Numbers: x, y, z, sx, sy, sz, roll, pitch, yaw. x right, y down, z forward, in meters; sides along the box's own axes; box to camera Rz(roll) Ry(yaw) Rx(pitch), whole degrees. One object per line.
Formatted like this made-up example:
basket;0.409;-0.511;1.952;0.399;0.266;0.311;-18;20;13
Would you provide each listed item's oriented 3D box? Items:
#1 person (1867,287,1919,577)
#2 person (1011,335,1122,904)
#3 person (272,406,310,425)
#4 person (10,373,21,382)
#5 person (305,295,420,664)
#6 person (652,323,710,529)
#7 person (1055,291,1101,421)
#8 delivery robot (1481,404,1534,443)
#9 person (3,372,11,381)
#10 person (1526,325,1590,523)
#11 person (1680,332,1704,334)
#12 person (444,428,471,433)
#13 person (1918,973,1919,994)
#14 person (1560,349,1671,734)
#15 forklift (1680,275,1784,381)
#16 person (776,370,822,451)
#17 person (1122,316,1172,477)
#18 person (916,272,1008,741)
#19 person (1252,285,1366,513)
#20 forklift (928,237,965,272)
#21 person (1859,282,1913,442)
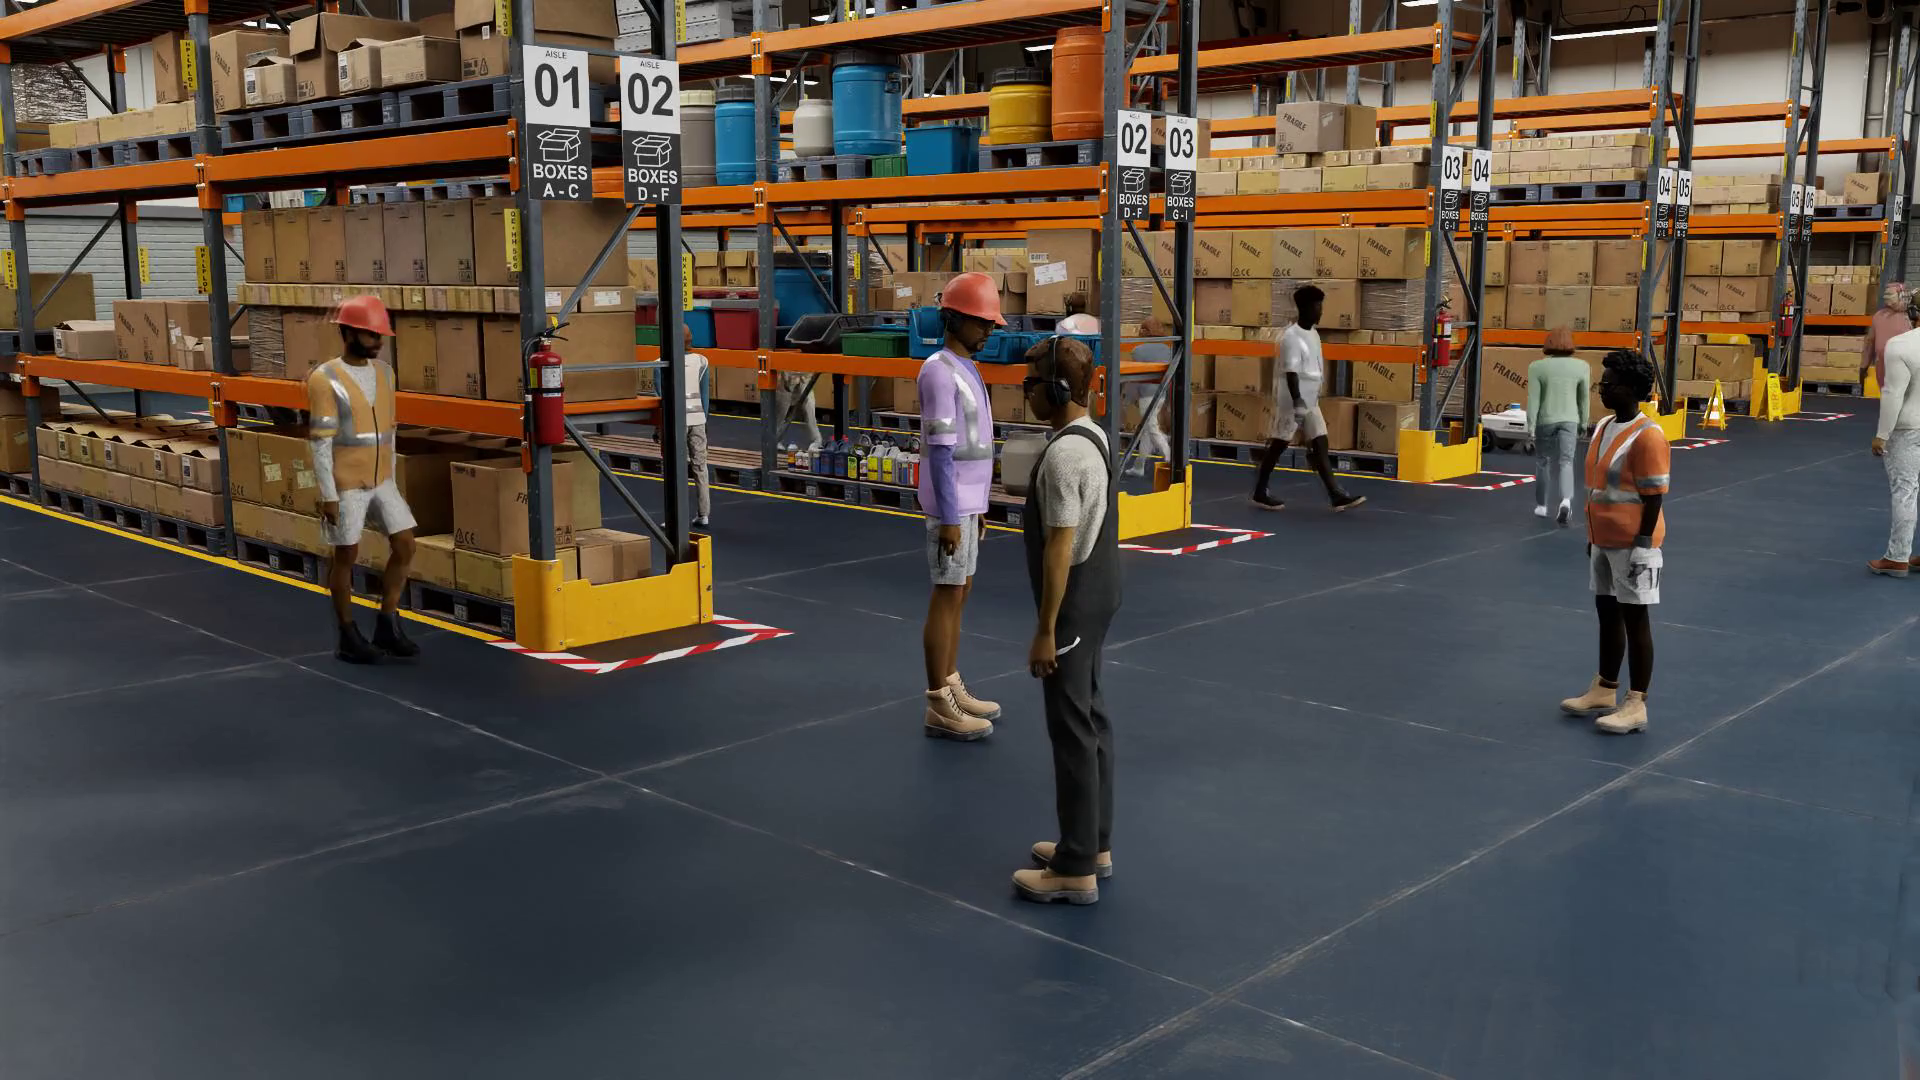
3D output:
person;6.414;-0.722;11.139;0.627;1.934;0.371;-2;9;-11
person;0.360;0.251;5.472;0.331;1.839;0.502;3;10;15
person;-6.401;-1.541;16.089;0.926;1.966;0.631;8;12;42
person;-13.892;-2.807;24.112;0.330;1.874;0.518;8;12;39
person;-3.054;-0.297;8.599;0.629;1.908;0.578;5;11;29
person;-2.188;-0.898;13.109;0.513;1.642;0.313;-8;12;-41
person;1.215;-1.644;17.150;0.641;1.825;0.506;-9;13;-44
delivery robot;6.229;-1.290;18.680;0.477;0.478;0.707;-8;12;-40
person;-13.284;-2.629;22.876;0.592;1.917;0.375;4;10;21
person;4.882;-0.953;13.582;0.502;1.608;0.804;2;9;13
person;11.295;-3.090;25.764;0.514;1.898;0.648;7;11;35
person;-4.915;-1.461;16.022;0.495;1.816;0.604;6;11;31
person;1.757;0.690;2.425;0.938;1.946;0.630;2;9;12
person;2.952;0.001;7.425;0.322;1.696;0.536;-1;9;-5
forklift;12.480;-3.427;27.053;1.214;2.155;2.313;9;13;43
person;-1.843;-1.778;18.645;0.510;1.598;0.859;-7;12;-38
person;1.896;-1.380;16.194;0.502;1.597;0.823;-8;12;-40
person;0.016;-0.157;7.371;0.390;2.034;0.605;2;9;11
person;2.912;-1.178;14.004;1.017;1.908;0.627;7;12;36
forklift;-0.326;-5.817;39.609;1.129;2.768;1.873;9;13;43
person;10.816;-2.054;19.438;0.714;1.882;0.686;-3;10;-18
